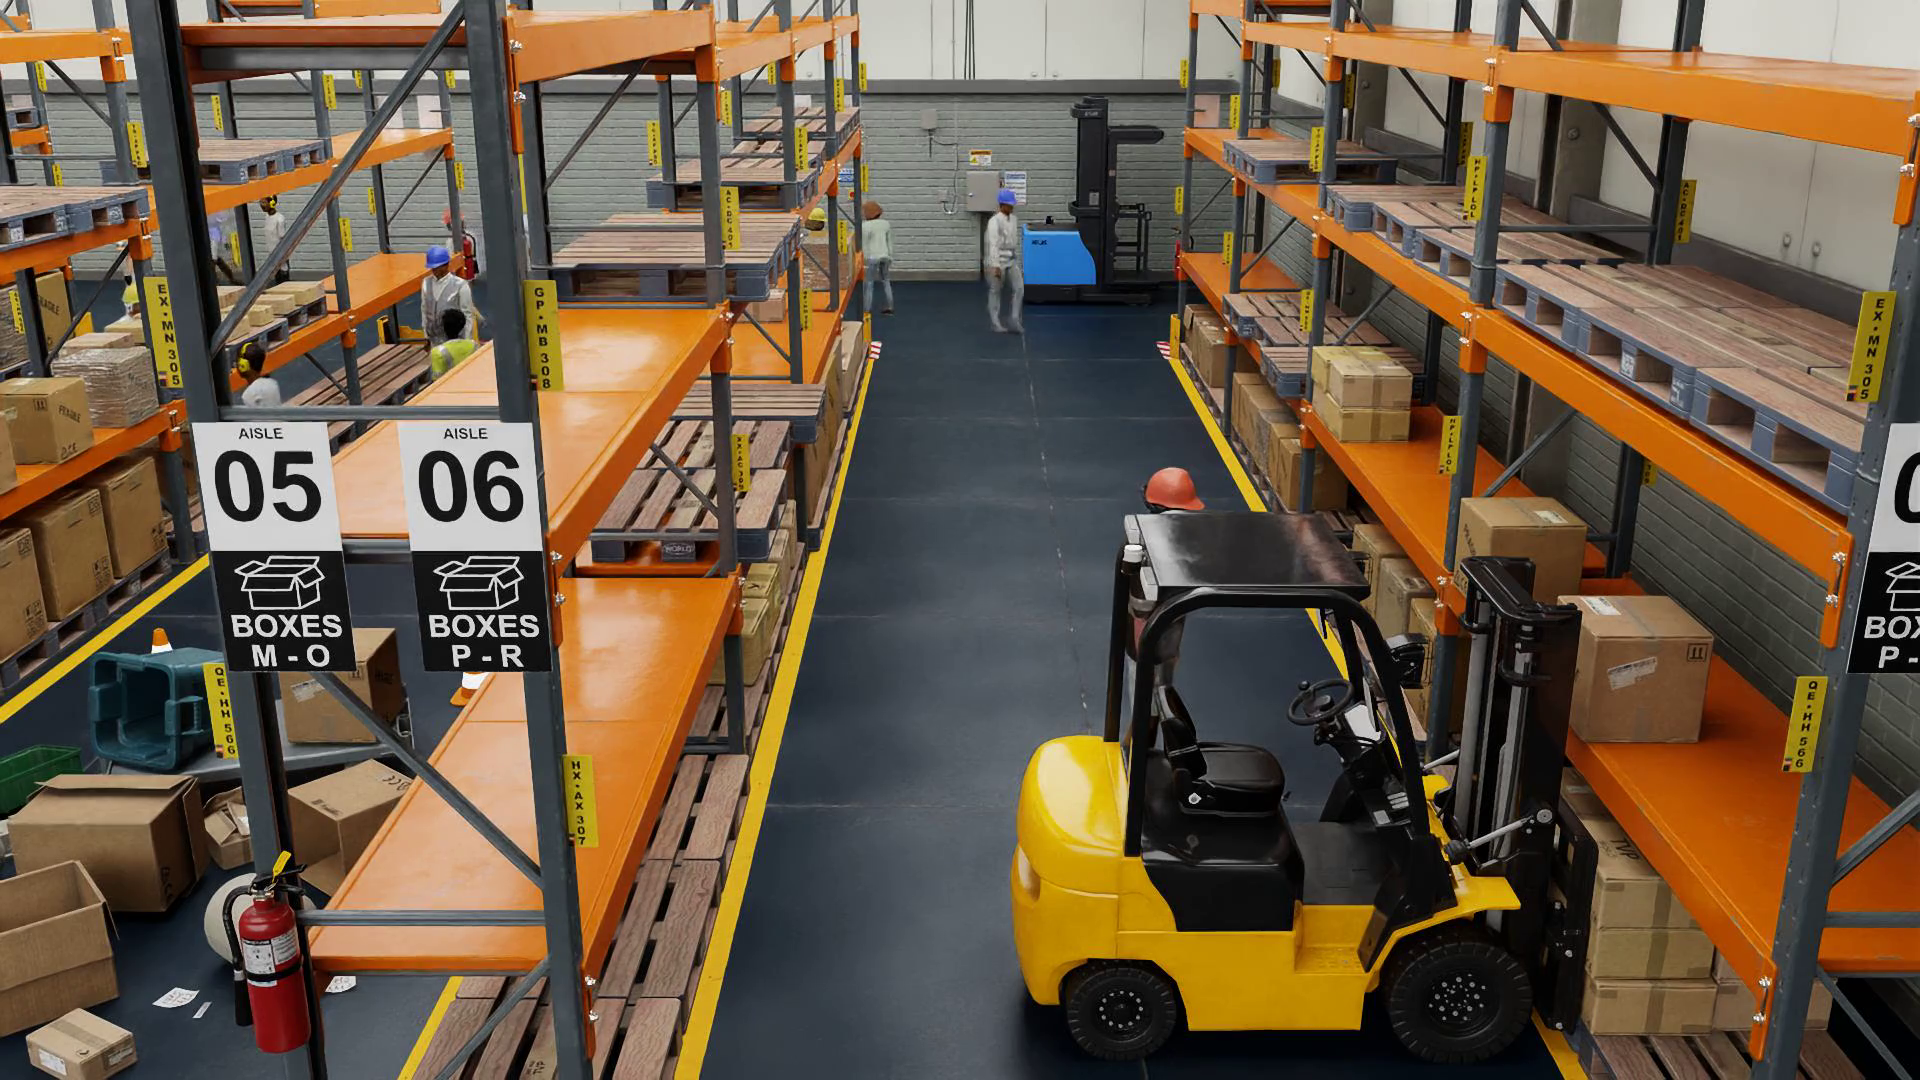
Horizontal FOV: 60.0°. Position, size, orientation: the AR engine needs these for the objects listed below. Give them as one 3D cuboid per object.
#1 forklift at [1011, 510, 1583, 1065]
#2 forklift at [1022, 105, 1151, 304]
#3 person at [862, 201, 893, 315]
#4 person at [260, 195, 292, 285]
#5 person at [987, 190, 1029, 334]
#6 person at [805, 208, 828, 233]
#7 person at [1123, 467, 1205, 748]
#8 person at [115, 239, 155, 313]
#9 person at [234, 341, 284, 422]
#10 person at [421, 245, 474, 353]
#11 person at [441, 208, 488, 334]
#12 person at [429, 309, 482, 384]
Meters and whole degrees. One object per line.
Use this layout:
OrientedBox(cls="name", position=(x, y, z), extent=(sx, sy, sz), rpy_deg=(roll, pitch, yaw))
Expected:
OrientedBox(cls="forklift", position=(1.387, 1.055, 7.378), extent=(2.313, 2.155, 1.214), rpy_deg=(0, 18, 0))
OrientedBox(cls="forklift", position=(1.857, -4.944, 24.441), extent=(1.873, 2.768, 1.129), rpy_deg=(0, 18, 0))
OrientedBox(cls="person", position=(-1.181, -3.966, 23.466), extent=(0.364, 1.616, 0.544), rpy_deg=(17, 25, 42))
OrientedBox(cls="person", position=(-9.258, -3.807, 22.611), extent=(0.324, 1.862, 0.508), rpy_deg=(-17, 25, -41))
OrientedBox(cls="person", position=(0.654, -3.673, 22.093), extent=(0.735, 1.918, 0.632), rpy_deg=(15, 24, 39))
OrientedBox(cls="person", position=(-1.873, -3.480, 21.821), extent=(0.321, 1.731, 0.490), rpy_deg=(-1, 18, -4))
OrientedBox(cls="person", position=(1.095, 0.583, 9.067), extent=(0.405, 2.035, 0.601), rpy_deg=(6, 19, 18))
OrientedBox(cls="person", position=(-10.764, -3.565, 21.764), extent=(0.381, 1.928, 0.587), rpy_deg=(2, 18, 7))
OrientedBox(cls="person", position=(-5.414, -0.627, 12.984), extent=(0.329, 1.869, 0.535), rpy_deg=(0, 18, -1))
OrientedBox(cls="person", position=(-5.346, -2.100, 17.314), extent=(0.621, 1.940, 0.415), rpy_deg=(7, 19, 19))
OrientedBox(cls="person", position=(-6.546, -3.479, 21.810), extent=(0.397, 1.729, 0.563), rpy_deg=(3, 19, 9))
OrientedBox(cls="person", position=(-4.531, -1.253, 15.178), extent=(0.449, 1.676, 0.578), rpy_deg=(14, 23, 37))
